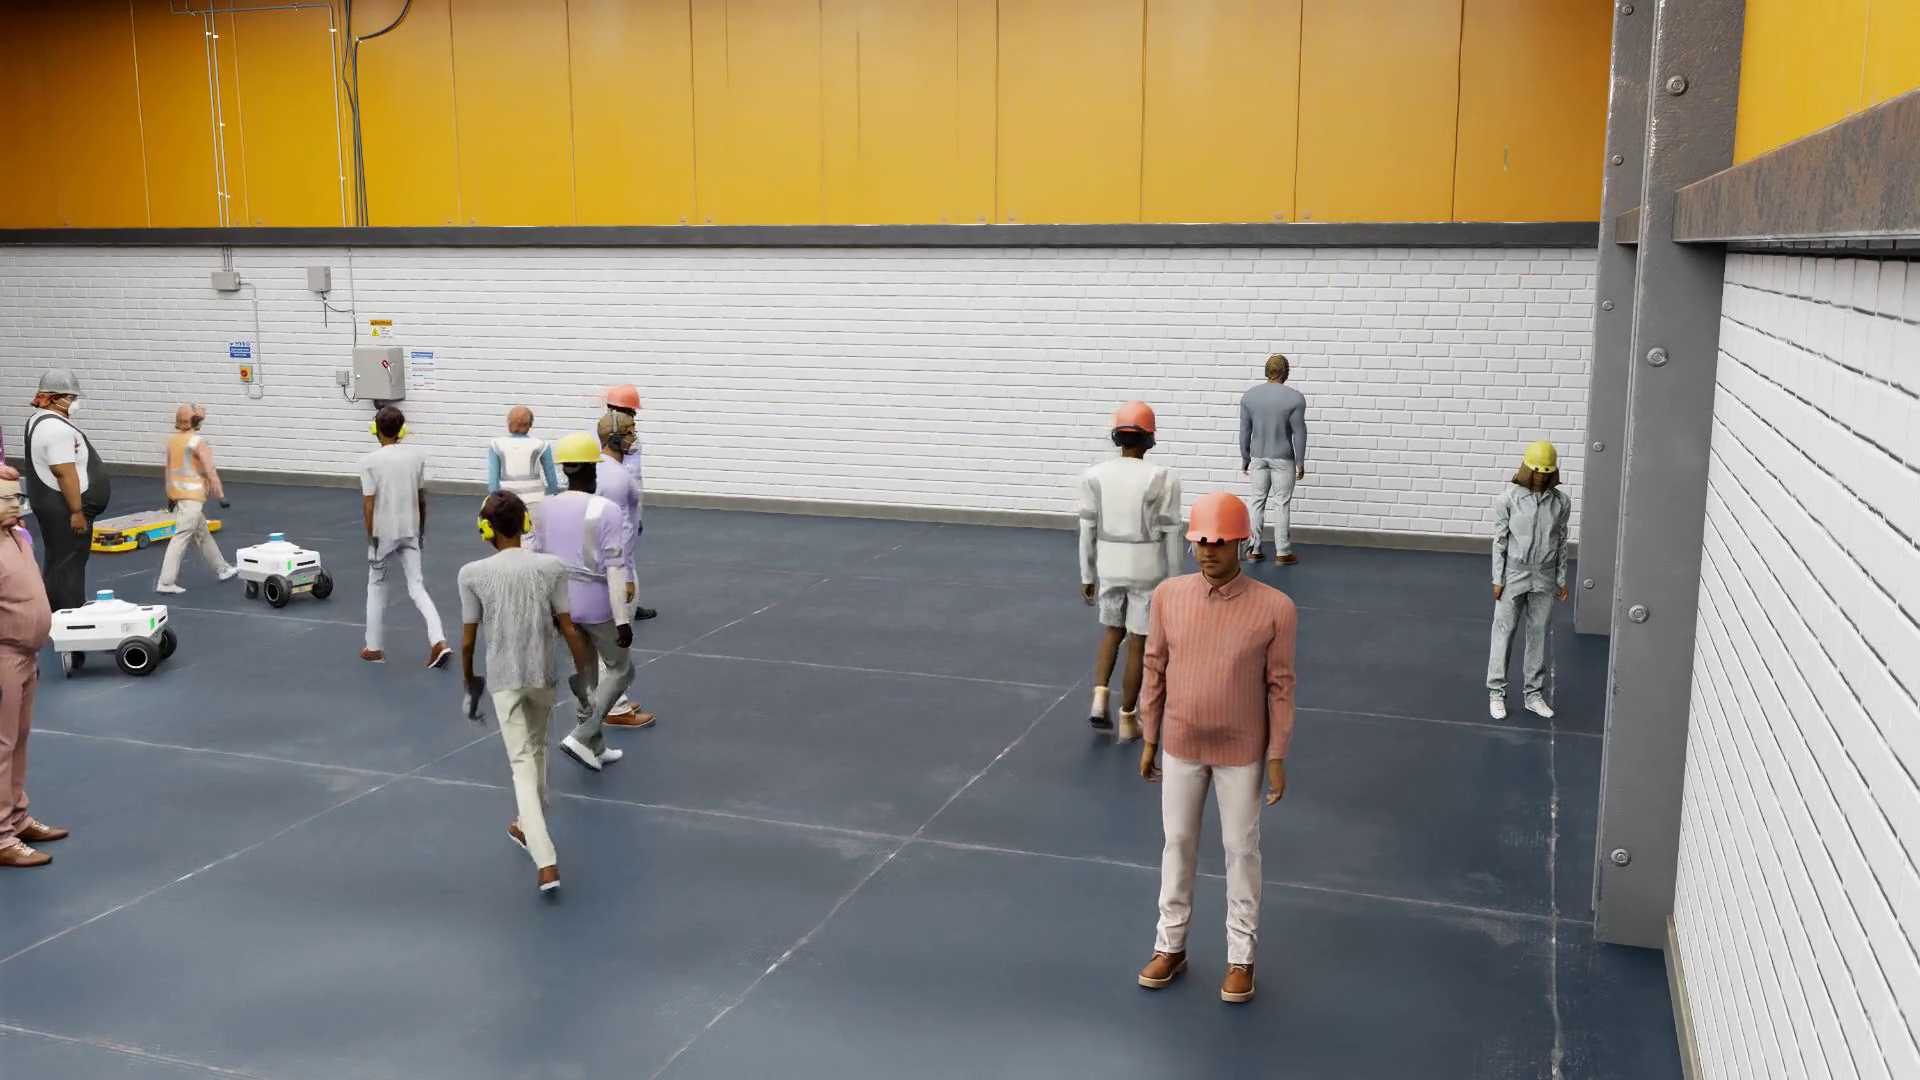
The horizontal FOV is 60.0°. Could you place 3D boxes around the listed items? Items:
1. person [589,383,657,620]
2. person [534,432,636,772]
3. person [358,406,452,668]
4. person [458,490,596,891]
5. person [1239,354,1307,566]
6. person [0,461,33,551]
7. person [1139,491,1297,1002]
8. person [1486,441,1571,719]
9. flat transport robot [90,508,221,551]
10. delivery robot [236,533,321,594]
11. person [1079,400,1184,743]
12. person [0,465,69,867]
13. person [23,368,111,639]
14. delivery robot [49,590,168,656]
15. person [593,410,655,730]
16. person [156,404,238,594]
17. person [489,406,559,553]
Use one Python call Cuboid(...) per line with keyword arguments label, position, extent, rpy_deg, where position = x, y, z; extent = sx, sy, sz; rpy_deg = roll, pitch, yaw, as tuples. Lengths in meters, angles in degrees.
Cuboid(label="person", position=(-2.689, -0.235, 12.598), extent=(0.590, 1.894, 0.907), rpy_deg=(8, 13, 36))
Cuboid(label="person", position=(-2.038, 0.363, 9.130), extent=(0.629, 1.910, 0.496), rpy_deg=(5, 11, 28))
Cuboid(label="person", position=(-3.872, -0.017, 11.530), extent=(0.510, 1.830, 0.862), rpy_deg=(-9, 13, -40))
Cuboid(label="person", position=(-2.003, 0.674, 7.705), extent=(0.562, 1.816, 0.972), rpy_deg=(-5, 11, -28))
Cuboid(label="person", position=(2.865, -0.733, 15.234), extent=(0.635, 1.937, 0.353), rpy_deg=(6, 12, 32))
Cuboid(label="person", position=(-4.974, 0.522, 8.366), extent=(0.621, 1.865, 0.949), rpy_deg=(-7, 12, -36))
Cuboid(label="person", position=(0.986, 0.795, 6.465), extent=(0.611, 1.996, 0.378), rpy_deg=(5, 11, 24))
Cuboid(label="person", position=(3.528, 0.250, 10.277), extent=(0.484, 1.735, 0.310), rpy_deg=(-1, 10, -5))
Cuboid(label="flat transport robot", position=(-8.077, -0.109, 16.414), extent=(0.652, 0.197, 1.431), rpy_deg=(3, 11, 17))
Cuboid(label="delivery robot", position=(-5.613, 0.187, 13.688), extent=(0.707, 0.478, 0.477), rpy_deg=(6, 12, 30))
Cuboid(label="person", position=(1.015, 0.194, 9.790), extent=(0.613, 2.028, 0.423), rpy_deg=(5, 11, 28))
Cuboid(label="person", position=(-4.527, 0.586, 7.916), extent=(0.399, 1.902, 0.642), rpy_deg=(-3, 10, -14))
Cuboid(label="person", position=(-6.553, -0.256, 12.262), extent=(0.536, 2.000, 0.673), rpy_deg=(-9, 14, -42))
Cuboid(label="delivery robot", position=(-5.856, 0.587, 11.434), extent=(0.707, 0.478, 0.477), rpy_deg=(-2, 10, -10))
Cuboid(label="person", position=(-2.101, 0.176, 10.115), extent=(0.356, 1.938, 0.633), rpy_deg=(-4, 11, -23))
Cuboid(label="person", position=(-6.491, -0.355, 14.108), extent=(0.524, 1.585, 0.894), rpy_deg=(7, 12, 35))
Cuboid(label="person", position=(-3.625, -0.321, 13.880), extent=(0.541, 1.585, 0.873), rpy_deg=(0, 10, -2))
